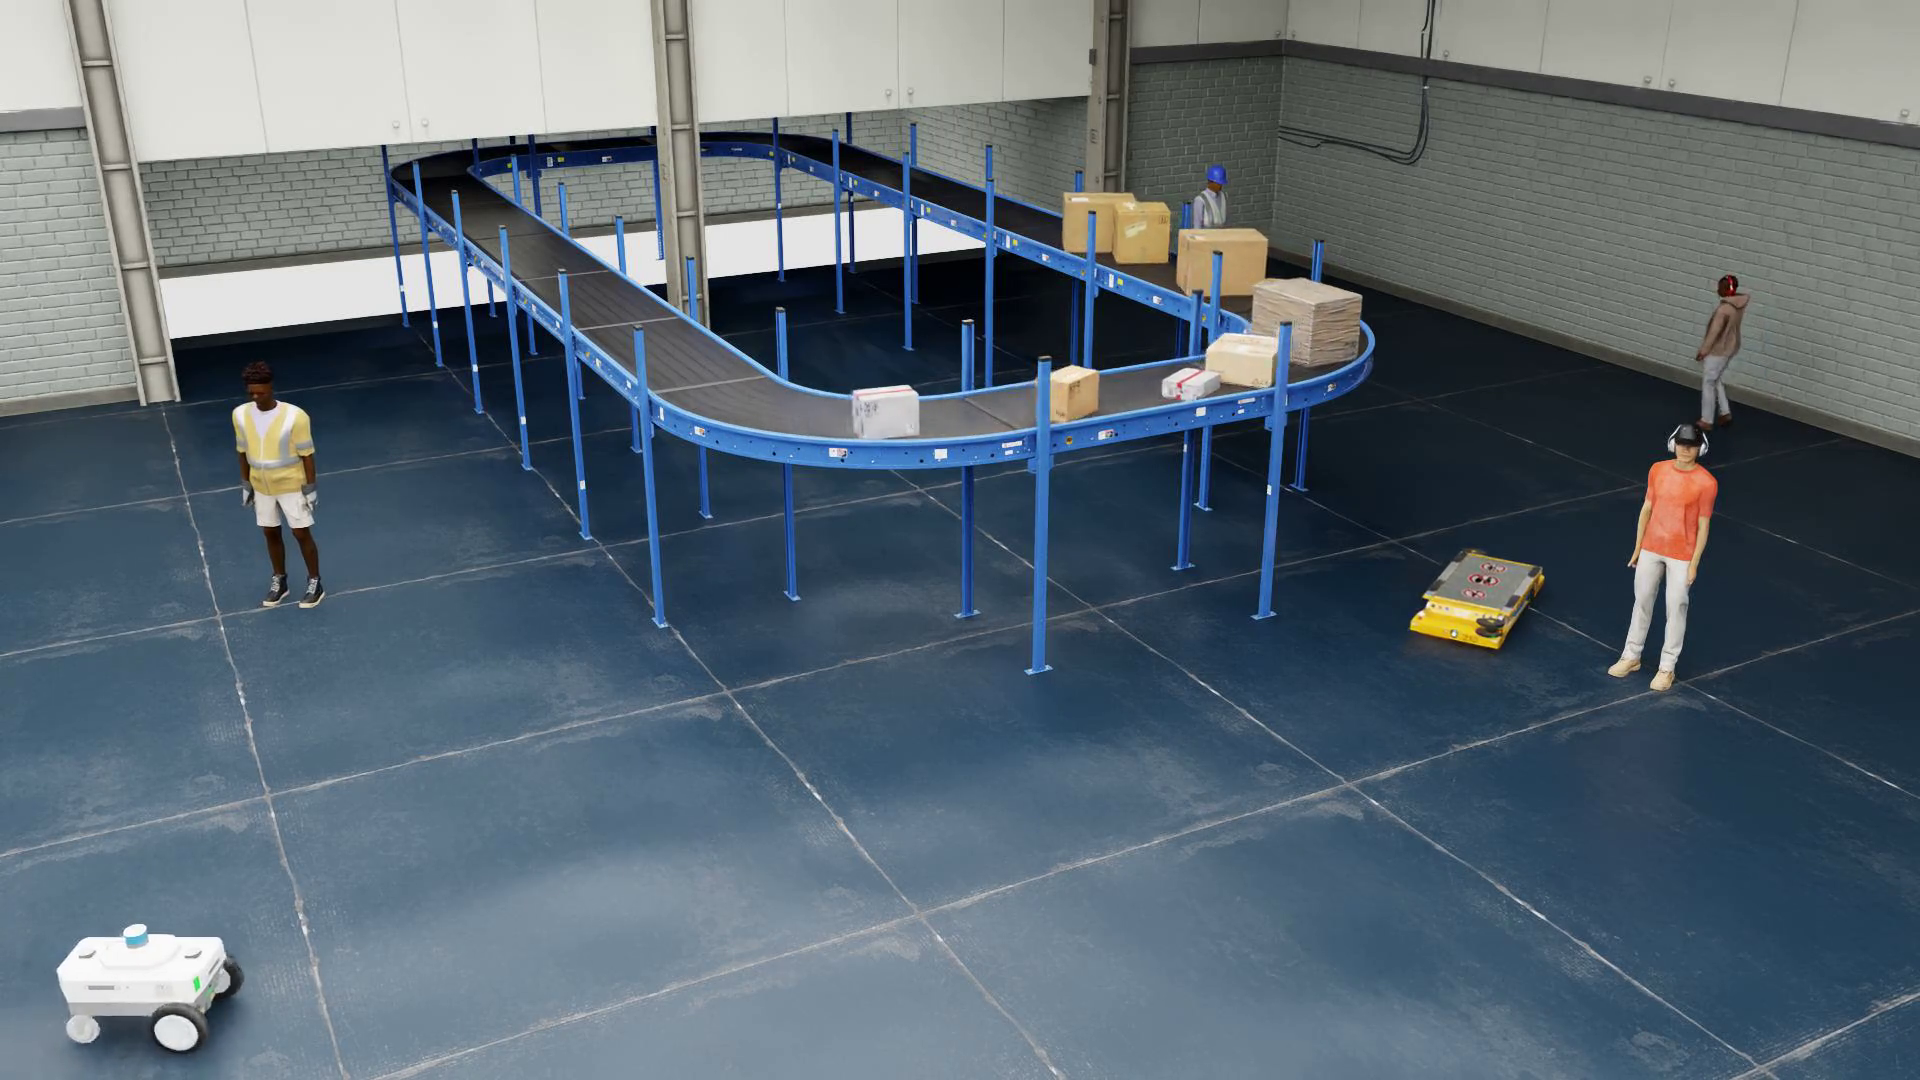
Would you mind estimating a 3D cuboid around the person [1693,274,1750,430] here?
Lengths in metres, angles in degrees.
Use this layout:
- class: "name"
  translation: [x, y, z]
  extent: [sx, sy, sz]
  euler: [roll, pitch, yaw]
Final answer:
- class: "person"
  translation: [7.636, -1.881, 16.712]
  extent: [0.489, 1.625, 0.362]
  euler: [-18, 28, -38]

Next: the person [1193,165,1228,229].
- class: "person"
  translation: [3.156, -3.746, 20.923]
  extent: [0.615, 1.933, 0.416]
  euler: [-20, 30, -41]

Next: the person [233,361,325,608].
- class: "person"
  translation: [-5.187, -0.421, 12.674]
  extent: [0.604, 1.958, 0.369]
  euler: [3, 22, 8]

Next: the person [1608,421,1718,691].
- class: "person"
  translation: [4.862, 0.103, 11.433]
  extent: [0.375, 1.913, 0.475]
  euler: [-20, 30, -40]

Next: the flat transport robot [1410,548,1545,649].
- class: "flat transport robot"
  translation: [4.003, 0.437, 12.796]
  extent: [0.659, 0.231, 1.431]
  euler: [13, 25, 29]

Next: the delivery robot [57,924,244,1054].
- class: "delivery robot"
  translation: [-3.973, 2.166, 8.152]
  extent: [0.807, 0.603, 0.499]
  euler: [0, 22, 0]
